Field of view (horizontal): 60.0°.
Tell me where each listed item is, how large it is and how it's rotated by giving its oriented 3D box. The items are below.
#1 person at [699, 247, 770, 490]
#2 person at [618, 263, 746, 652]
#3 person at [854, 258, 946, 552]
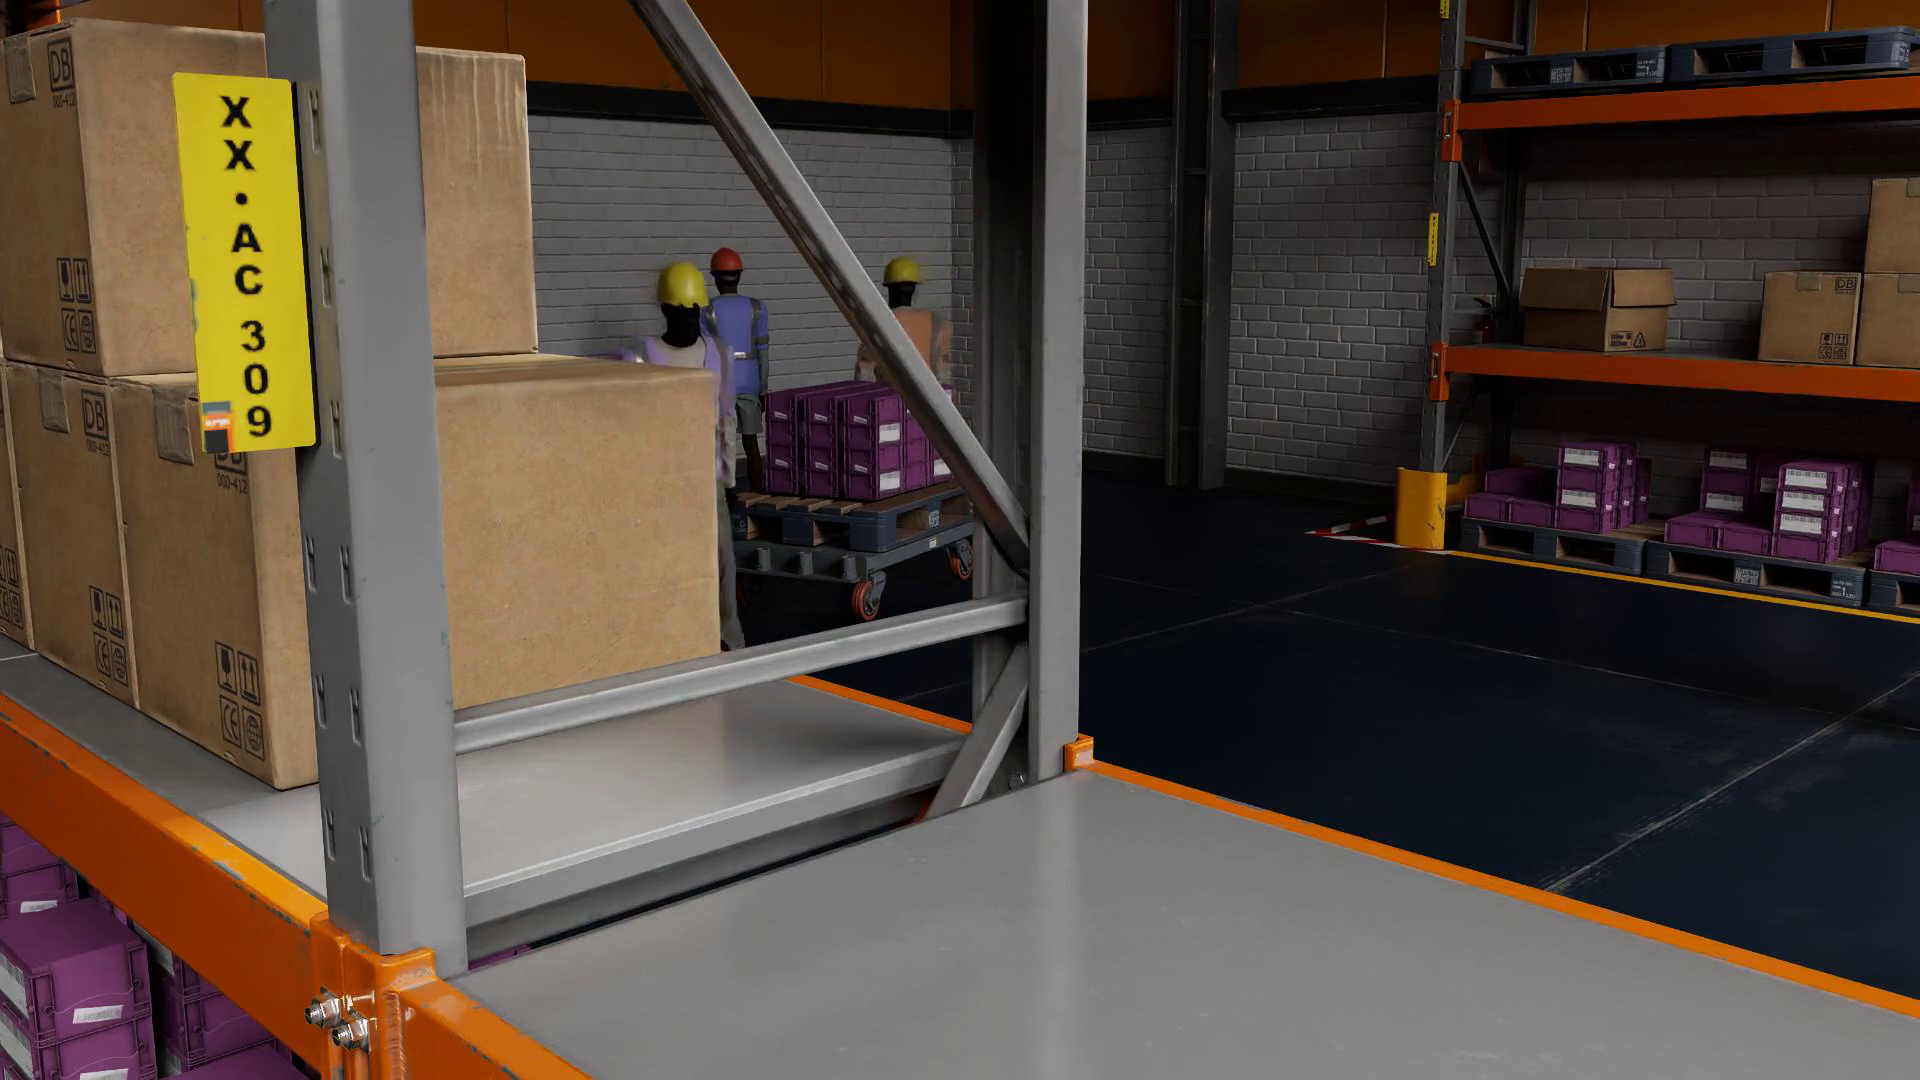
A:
[{"bbox_3d":[-1.604,-1.067,11.647,0.542,1.937,0.360,-4,11,-21],"label":"person"},{"bbox_3d":[-1.185,-0.263,7.376,0.625,1.889,0.880,-7,13,-34],"label":"person"},{"bbox_3d":[-0.388,-0.876,10.779,0.606,1.877,0.993,-8,13,-37],"label":"person"}]
